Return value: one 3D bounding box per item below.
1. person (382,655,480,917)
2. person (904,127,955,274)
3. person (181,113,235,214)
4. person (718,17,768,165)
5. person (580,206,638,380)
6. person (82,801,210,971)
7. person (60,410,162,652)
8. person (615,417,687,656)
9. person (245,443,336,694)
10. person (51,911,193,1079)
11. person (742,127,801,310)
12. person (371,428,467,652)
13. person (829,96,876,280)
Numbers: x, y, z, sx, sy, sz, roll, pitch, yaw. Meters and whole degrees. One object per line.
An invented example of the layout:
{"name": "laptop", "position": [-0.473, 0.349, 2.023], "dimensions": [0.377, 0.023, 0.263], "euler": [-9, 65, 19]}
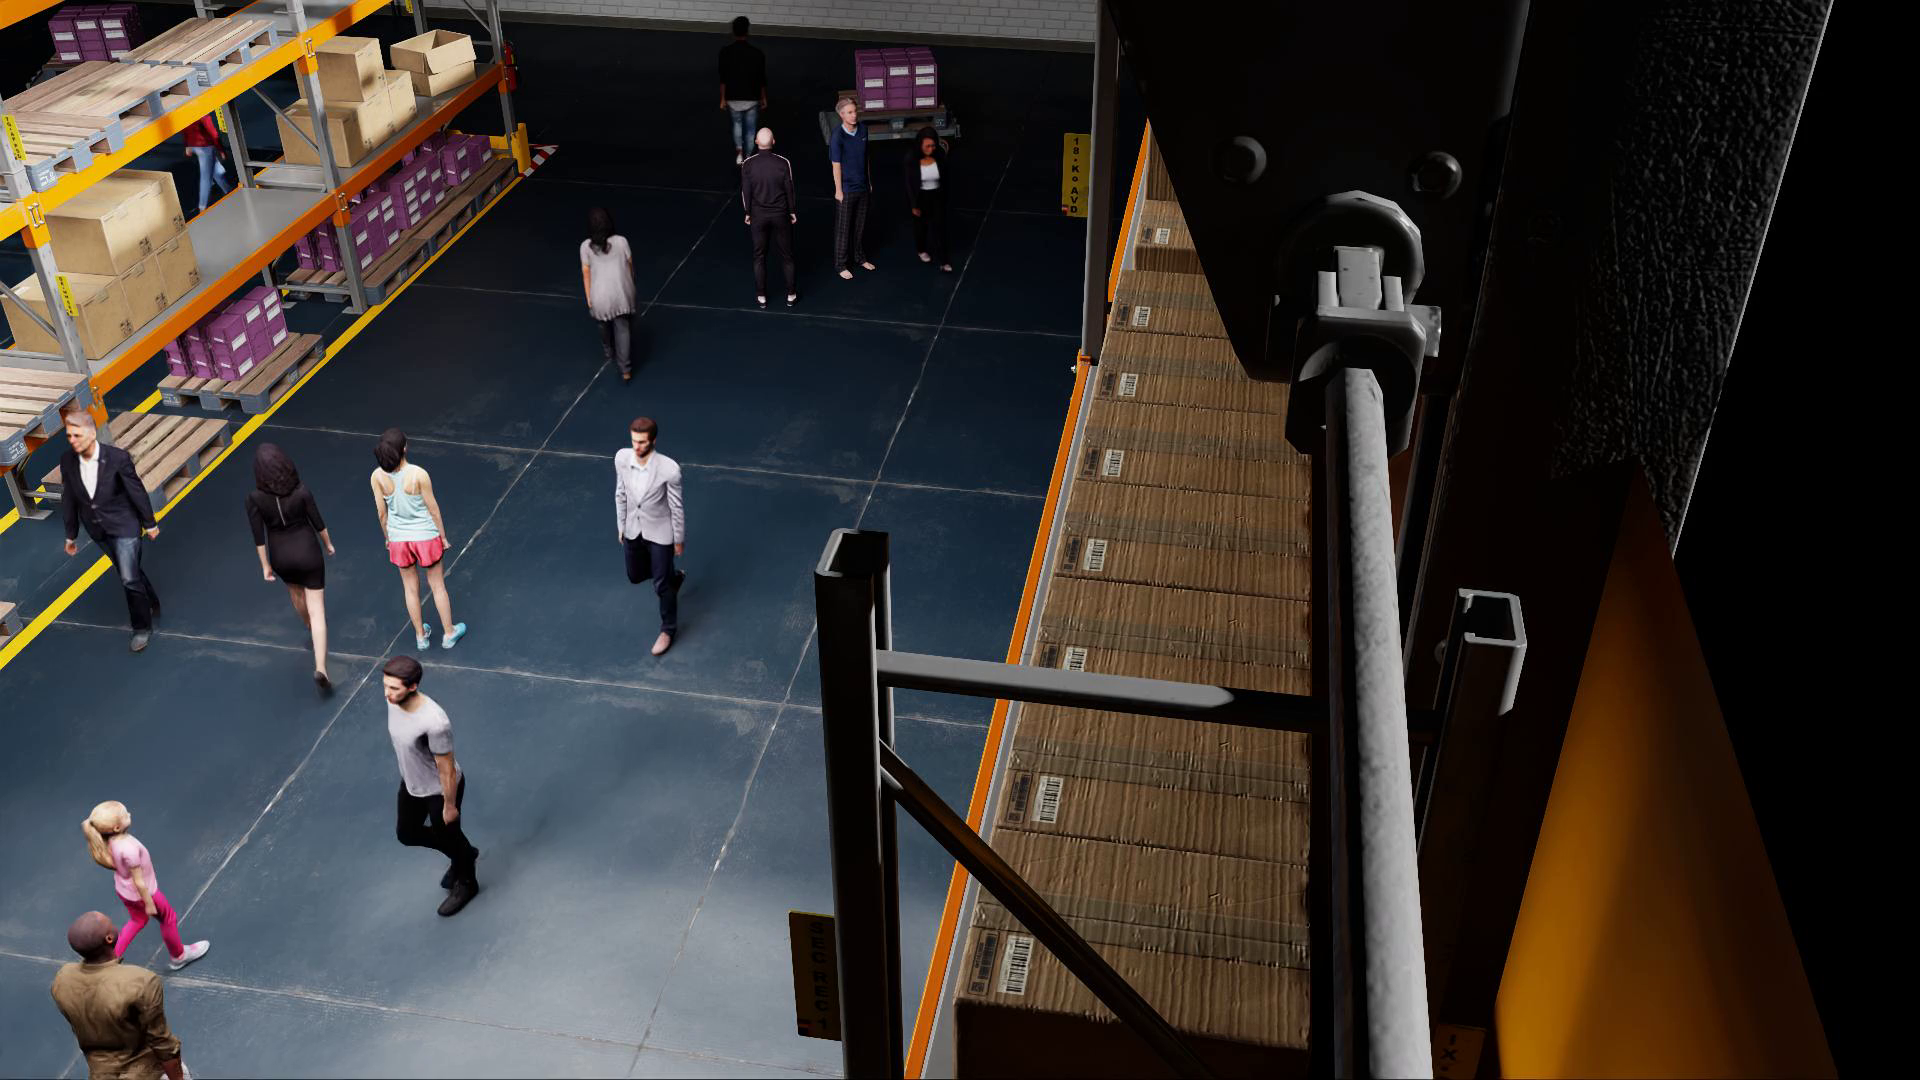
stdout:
{"name": "person", "position": [-2.974, 1.354, 9.594], "dimensions": [0.838, 1.855, 0.859], "euler": [23, 40, 31]}
{"name": "person", "position": [-0.374, -3.578, 17.279], "dimensions": [0.954, 1.562, 1.111], "euler": [-13, 36, -18]}
{"name": "person", "position": [-8.384, -4.264, 18.285], "dimensions": [0.894, 1.591, 1.102], "euler": [21, 39, 28]}
{"name": "person", "position": [-2.553, -5.156, 19.440], "dimensions": [0.732, 1.797, 0.671], "euler": [2, 34, 4]}
{"name": "person", "position": [-3.191, -2.234, 15.252], "dimensions": [0.888, 1.567, 1.152], "euler": [-7, 34, -11]}
{"name": "person", "position": [-4.612, 1.969, 9.209], "dimensions": [0.707, 1.257, 0.881], "euler": [23, 40, 31]}
{"name": "person", "position": [-6.033, -0.165, 11.930], "dimensions": [0.695, 1.798, 0.828], "euler": [4, 34, 6]}
{"name": "person", "position": [-2.146, -0.101, 11.802], "dimensions": [0.813, 1.835, 0.991], "euler": [13, 36, 19]}
{"name": "person", "position": [-4.527, 0.227, 11.376], "dimensions": [0.877, 1.759, 1.199], "euler": [-6, 34, -9]}
{"name": "person", "position": [-3.908, 2.570, 7.821], "dimensions": [0.804, 1.793, 1.035], "euler": [3, 34, 5]}
{"name": "person", "position": [-1.869, -3.174, 16.422], "dimensions": [0.725, 1.837, 0.667], "euler": [-3, 34, -4]}
{"name": "person", "position": [-3.845, -0.007, 11.724], "dimensions": [0.639, 1.764, 0.611], "euler": [-1, 34, -1]}
{"name": "person", "position": [-1.120, -3.636, 17.086], "dimensions": [0.695, 1.872, 0.799], "euler": [-29, 43, -36]}
